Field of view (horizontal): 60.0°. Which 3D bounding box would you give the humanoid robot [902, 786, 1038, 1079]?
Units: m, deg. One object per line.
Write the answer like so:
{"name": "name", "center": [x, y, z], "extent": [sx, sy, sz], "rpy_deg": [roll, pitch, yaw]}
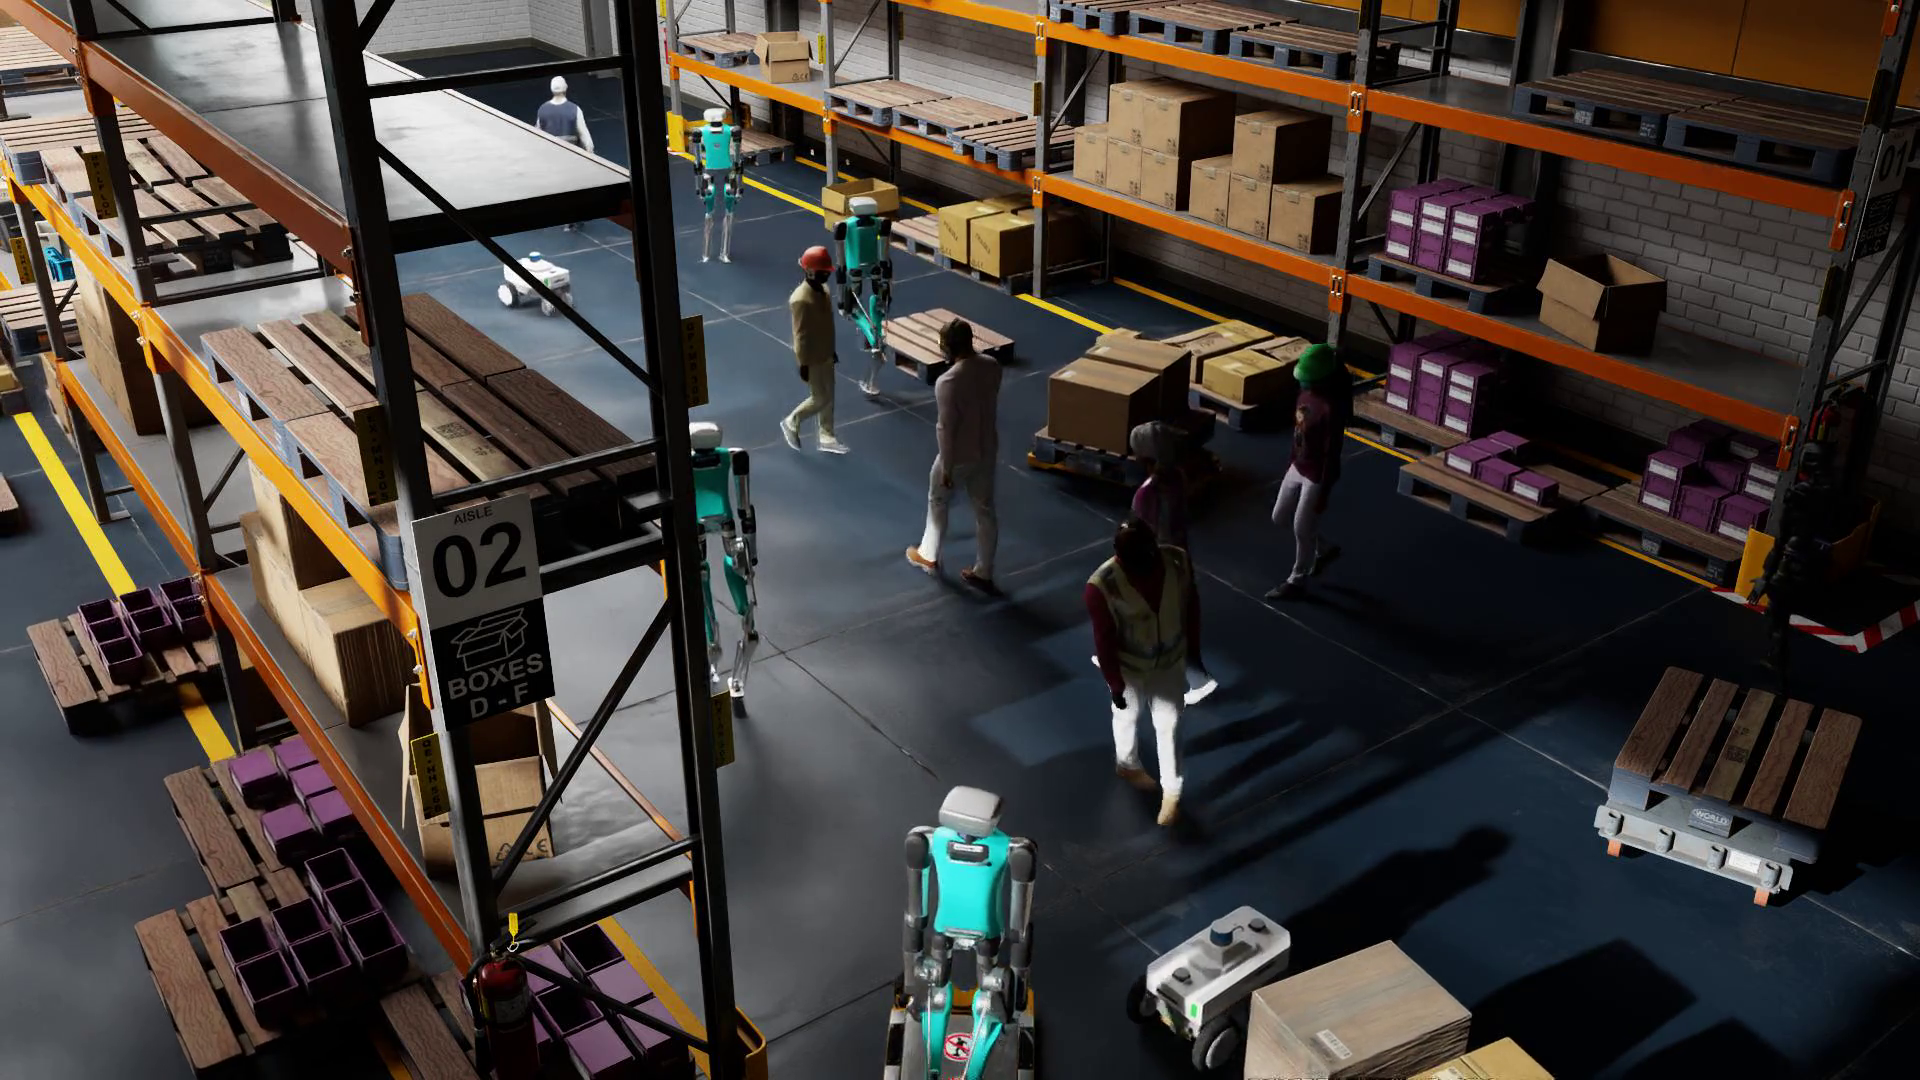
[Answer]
{"name": "humanoid robot", "center": [-0.008, 1.908, 6.574], "extent": [0.530, 1.788, 0.785], "rpy_deg": [5, 27, 9]}

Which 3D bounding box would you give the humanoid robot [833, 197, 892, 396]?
{"name": "humanoid robot", "center": [-0.741, -2.015, 14.377], "extent": [0.565, 1.797, 0.829], "rpy_deg": [-13, 30, -24]}

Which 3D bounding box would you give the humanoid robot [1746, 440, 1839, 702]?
{"name": "humanoid robot", "center": [5.045, 0.177, 10.080], "extent": [0.609, 1.644, 0.461], "rpy_deg": [-16, 31, -29]}

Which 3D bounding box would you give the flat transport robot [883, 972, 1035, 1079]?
{"name": "flat transport robot", "center": [-0.007, 2.424, 7.166], "extent": [0.659, 0.231, 1.431], "rpy_deg": [1, 27, 2]}

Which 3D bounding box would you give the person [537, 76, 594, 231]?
{"name": "person", "center": [-4.569, -4.468, 19.230], "extent": [0.740, 1.743, 0.511], "rpy_deg": [0, 27, 1]}

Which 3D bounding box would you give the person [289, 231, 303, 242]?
{"name": "person", "center": [-6.074, -2.351, 15.147], "extent": [0.302, 1.621, 0.511], "rpy_deg": [7, 27, 13]}

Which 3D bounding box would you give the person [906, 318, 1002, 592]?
{"name": "person", "center": [-0.022, -0.619, 11.408], "extent": [0.629, 1.888, 0.897], "rpy_deg": [-22, 34, -37]}

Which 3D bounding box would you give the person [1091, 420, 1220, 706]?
{"name": "person", "center": [1.219, 0.129, 10.016], "extent": [0.881, 1.807, 0.525], "rpy_deg": [15, 30, 28]}

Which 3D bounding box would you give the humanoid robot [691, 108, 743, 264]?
{"name": "humanoid robot", "center": [-2.609, -3.827, 17.989], "extent": [0.550, 1.775, 0.809], "rpy_deg": [-4, 27, -7]}

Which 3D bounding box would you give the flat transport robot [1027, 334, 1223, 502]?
{"name": "flat transport robot", "center": [1.312, -0.637, 13.255], "extent": [1.431, 0.231, 0.659], "rpy_deg": [16, 31, 29]}

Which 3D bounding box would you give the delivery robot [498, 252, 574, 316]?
{"name": "delivery robot", "center": [-4.294, -2.617, 16.878], "extent": [0.801, 0.598, 0.499], "rpy_deg": [19, 33, 33]}

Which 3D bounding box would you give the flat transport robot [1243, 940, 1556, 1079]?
{"name": "flat transport robot", "center": [1.584, 2.727, 6.564], "extent": [1.431, 0.231, 0.659], "rpy_deg": [-13, 29, -24]}

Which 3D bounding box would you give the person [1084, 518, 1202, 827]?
{"name": "person", "center": [1.007, 0.693, 8.927], "extent": [0.698, 1.791, 0.746], "rpy_deg": [-5, 27, -9]}

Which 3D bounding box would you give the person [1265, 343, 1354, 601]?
{"name": "person", "center": [2.345, -0.449, 11.051], "extent": [0.557, 1.911, 0.573], "rpy_deg": [-8, 28, -15]}

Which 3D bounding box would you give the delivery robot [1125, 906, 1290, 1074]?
{"name": "delivery robot", "center": [1.176, 2.020, 7.656], "extent": [0.801, 0.600, 0.499], "rpy_deg": [-21, 33, -35]}

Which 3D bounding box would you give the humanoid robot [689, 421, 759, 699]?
{"name": "humanoid robot", "center": [-1.437, 0.219, 9.937], "extent": [0.537, 1.782, 0.861], "rpy_deg": [-8, 28, -15]}

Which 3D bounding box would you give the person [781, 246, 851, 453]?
{"name": "person", "center": [-1.159, -1.511, 13.345], "extent": [0.478, 1.737, 0.582], "rpy_deg": [10, 28, 20]}
